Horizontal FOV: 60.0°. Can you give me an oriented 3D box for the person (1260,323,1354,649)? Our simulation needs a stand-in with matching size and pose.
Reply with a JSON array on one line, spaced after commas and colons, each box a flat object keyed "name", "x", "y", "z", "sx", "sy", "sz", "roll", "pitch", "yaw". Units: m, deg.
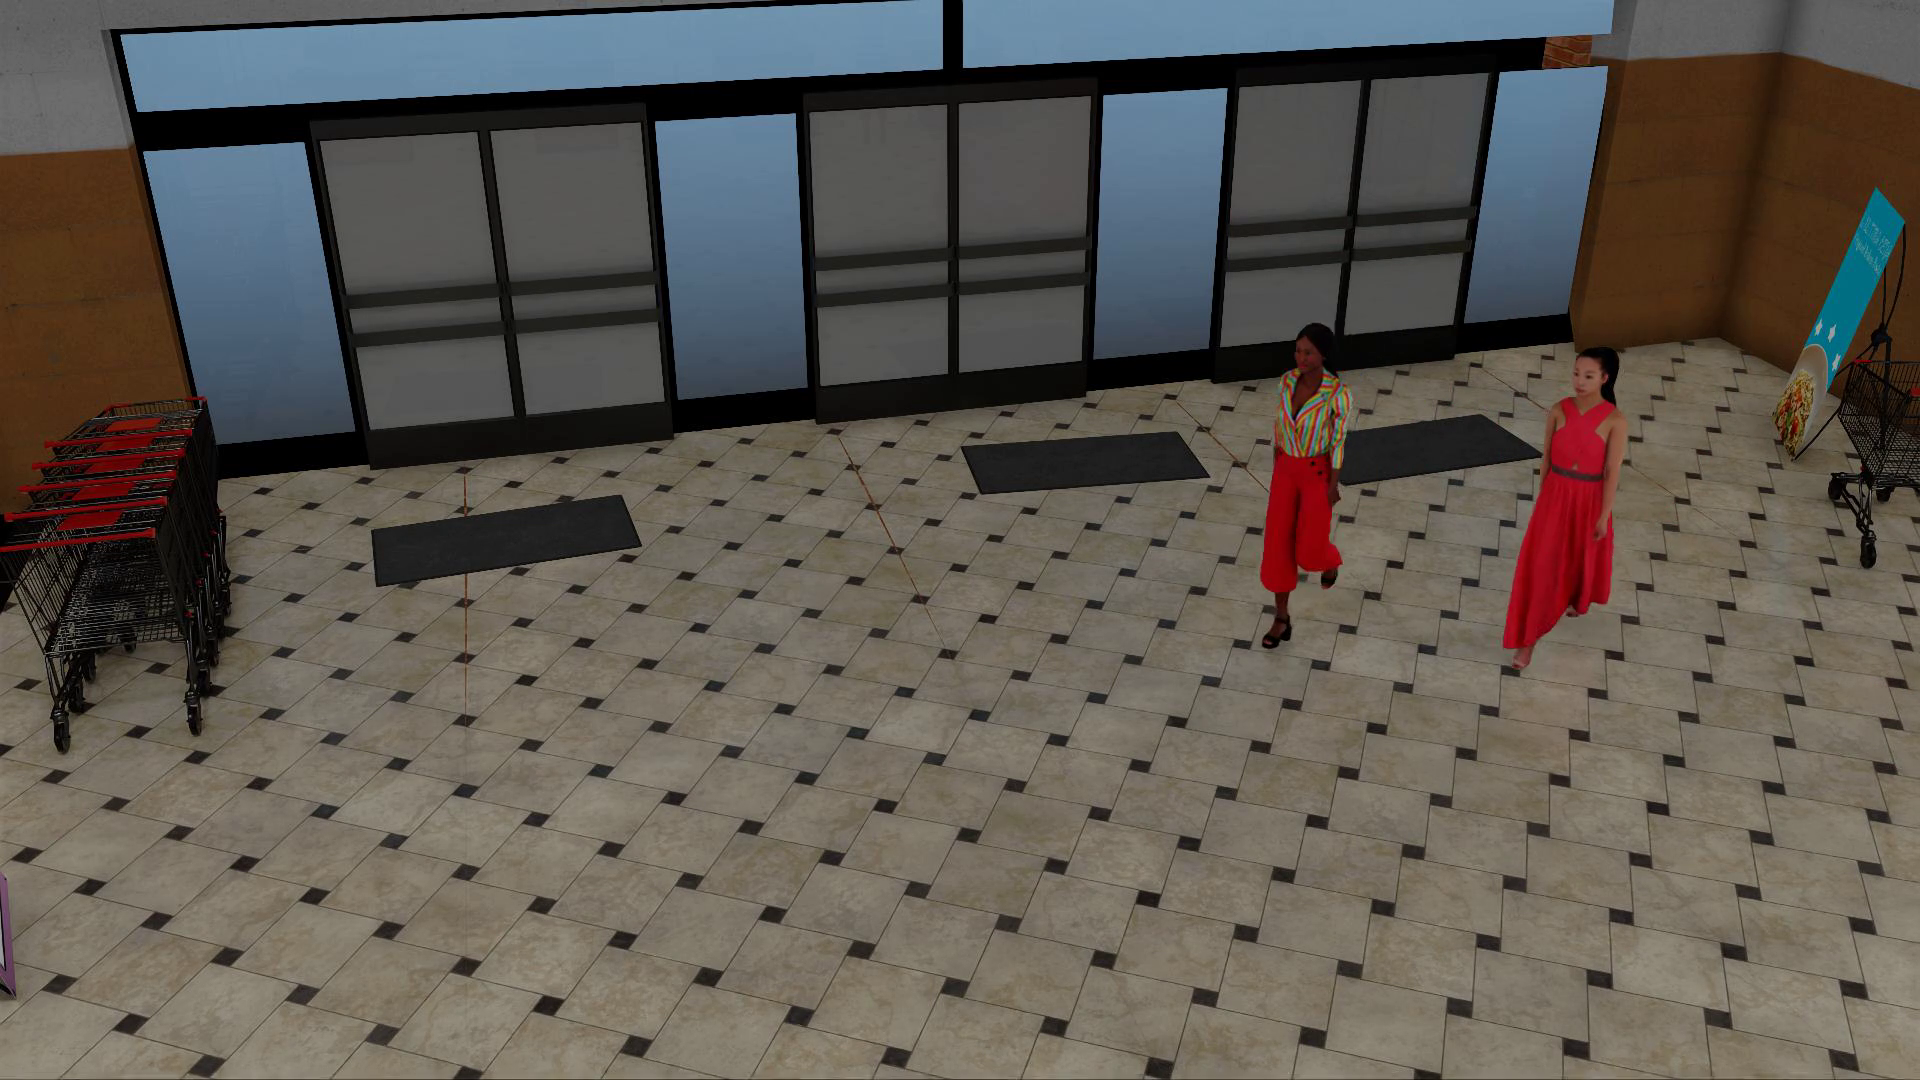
[{"name": "person", "x": 1.846, "y": -0.293, "z": 8.717, "sx": 0.973, "sy": 1.781, "sz": 0.967, "roll": 21, "pitch": 33, "yaw": 35}]

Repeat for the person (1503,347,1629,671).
[{"name": "person", "x": 3.215, "y": -0.179, "z": 8.598, "sx": 1.078, "sy": 1.684, "sz": 1.065, "roll": 18, "pitch": 32, "yaw": 32}]
